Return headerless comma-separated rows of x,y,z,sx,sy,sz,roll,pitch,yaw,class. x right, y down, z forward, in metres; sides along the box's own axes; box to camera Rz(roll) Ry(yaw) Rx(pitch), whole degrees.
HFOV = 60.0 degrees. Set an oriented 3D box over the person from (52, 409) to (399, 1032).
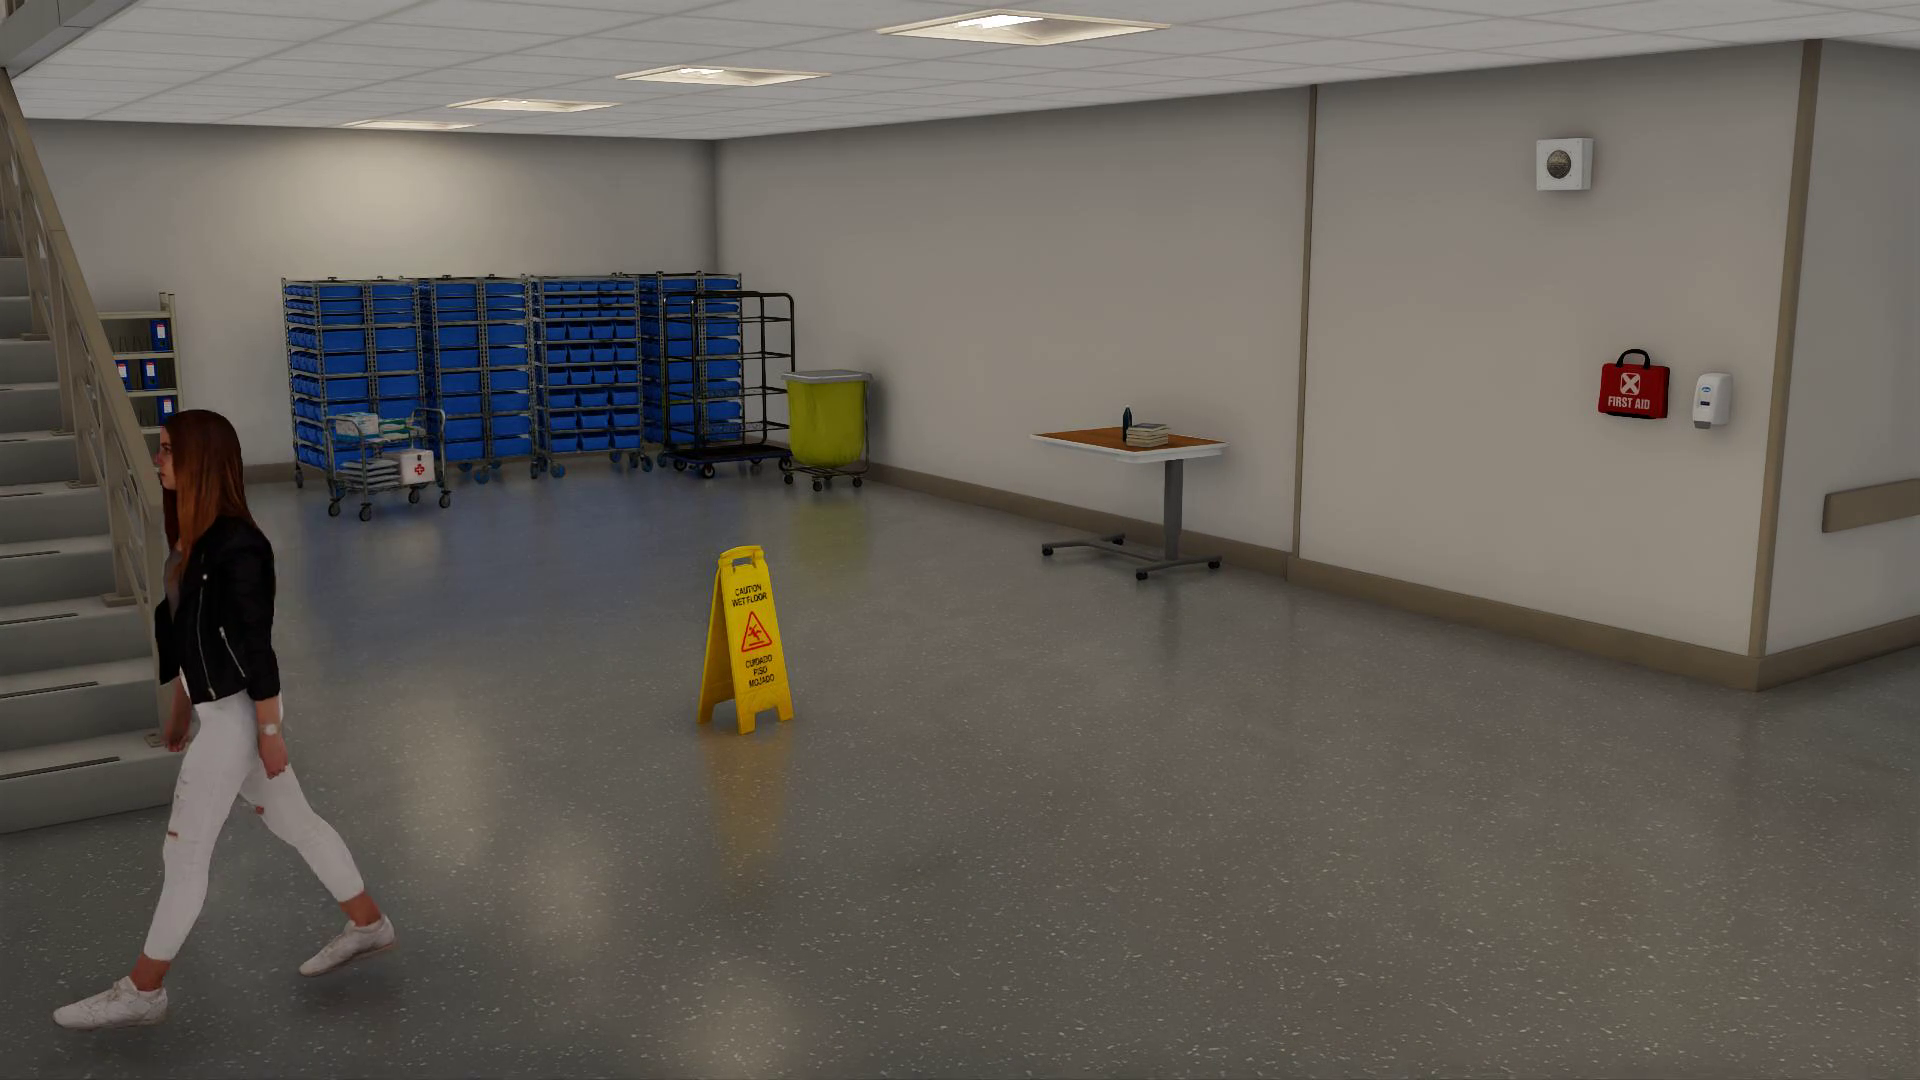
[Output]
-1.927,0.496,4.614,0.708,1.658,1.067,-7,13,-31,person
